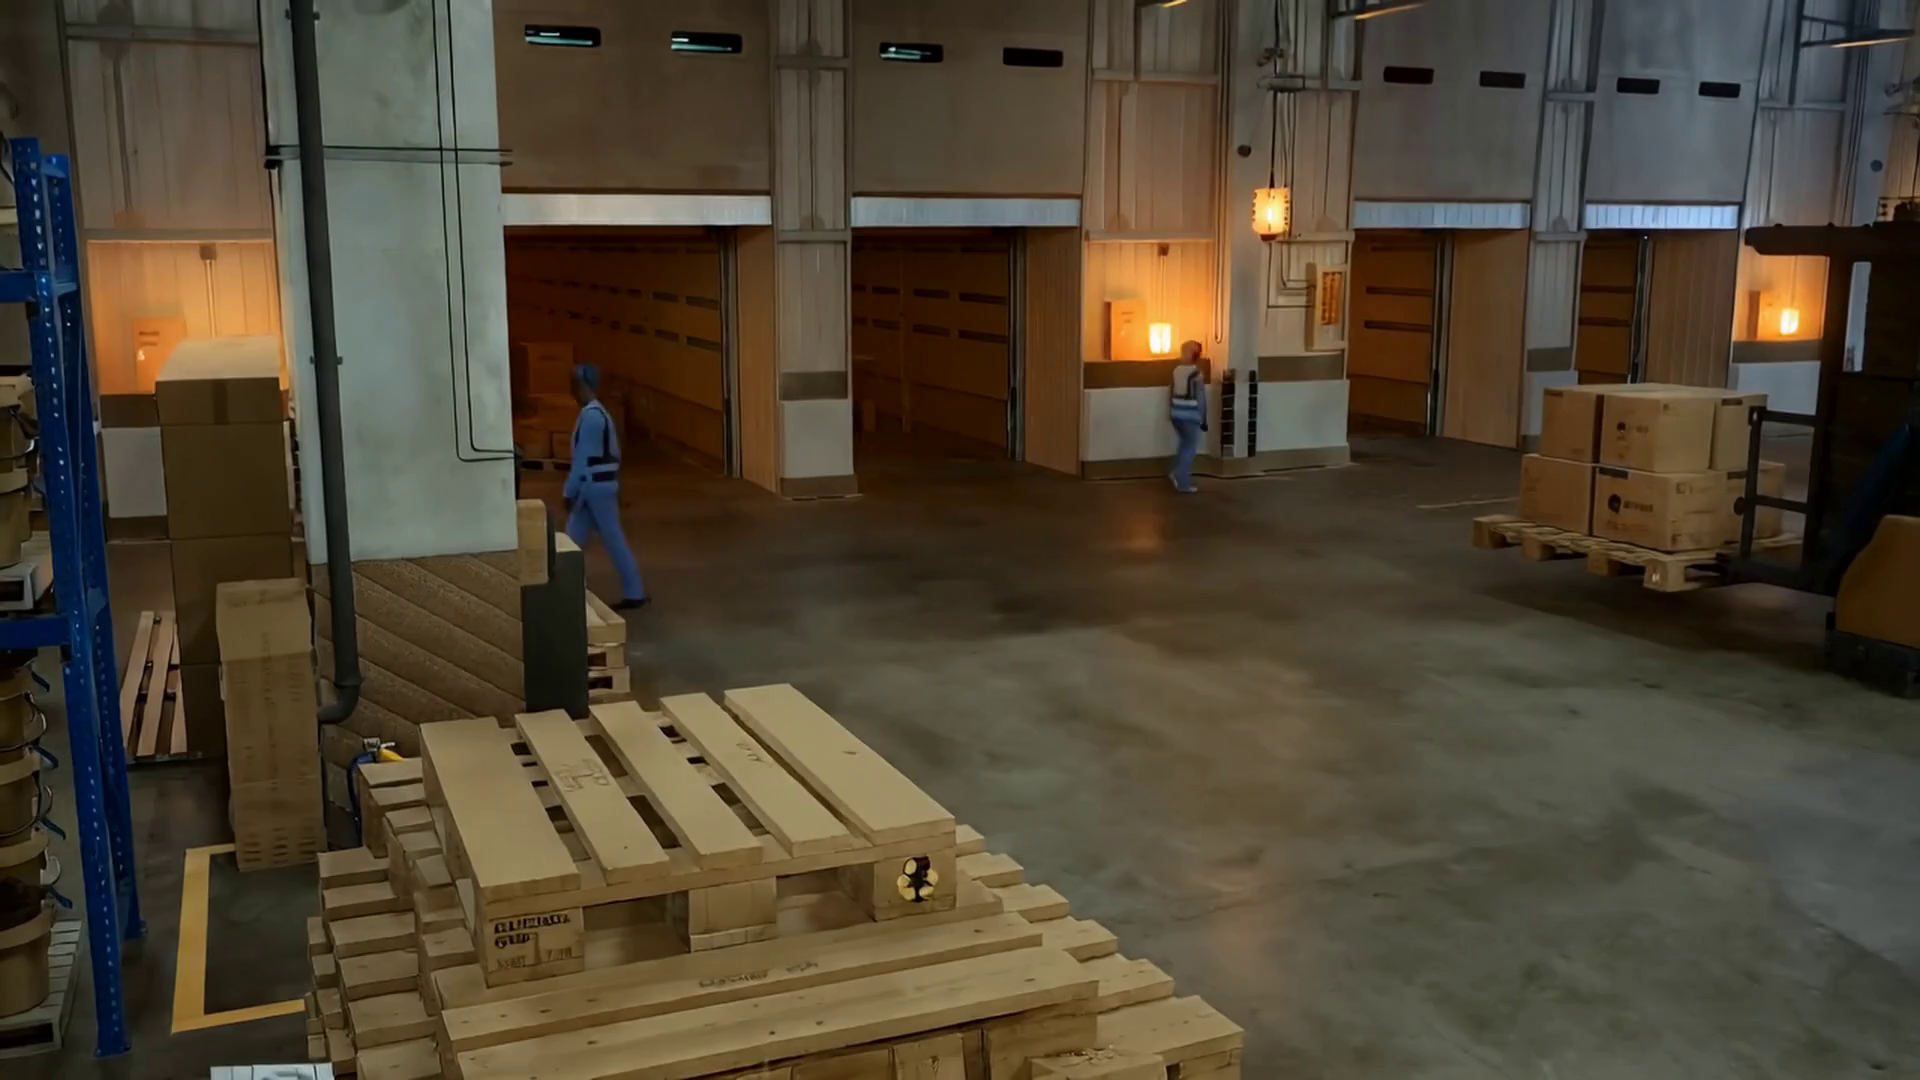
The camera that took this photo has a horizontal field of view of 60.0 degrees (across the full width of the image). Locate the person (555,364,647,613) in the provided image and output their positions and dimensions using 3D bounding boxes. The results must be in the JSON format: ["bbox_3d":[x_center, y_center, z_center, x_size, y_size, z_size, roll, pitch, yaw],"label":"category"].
[{"bbox_3d":[-2.760,-0.352,12.035,0.984,1.825,0.569,-3,11,-16],"label":"person"}]

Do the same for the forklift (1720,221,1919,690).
[{"bbox_3d":[5.949,-0.550,10.218,1.129,2.768,1.873,-4,11,-23],"label":"forklift"}]

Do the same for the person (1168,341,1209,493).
[{"bbox_3d":[2.466,-1.318,17.888,0.375,1.625,0.546,-6,12,-32],"label":"person"}]
